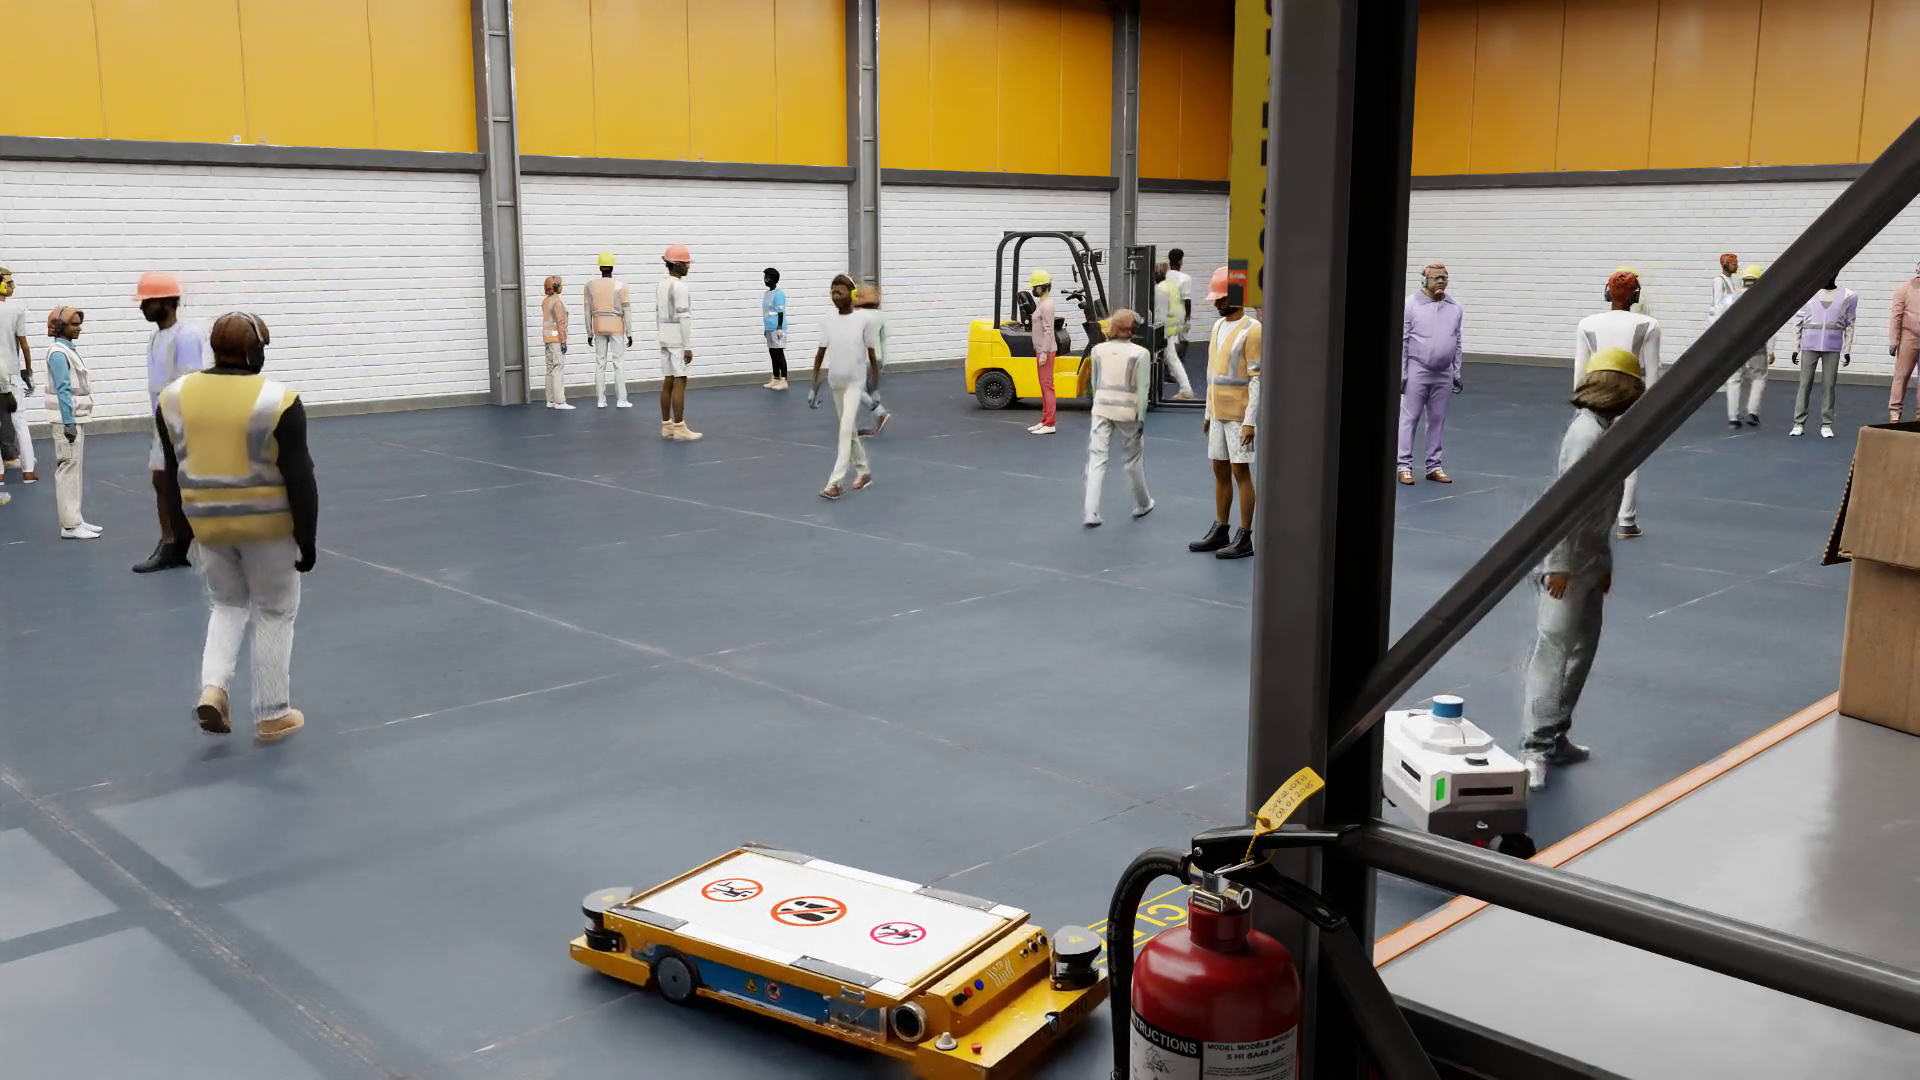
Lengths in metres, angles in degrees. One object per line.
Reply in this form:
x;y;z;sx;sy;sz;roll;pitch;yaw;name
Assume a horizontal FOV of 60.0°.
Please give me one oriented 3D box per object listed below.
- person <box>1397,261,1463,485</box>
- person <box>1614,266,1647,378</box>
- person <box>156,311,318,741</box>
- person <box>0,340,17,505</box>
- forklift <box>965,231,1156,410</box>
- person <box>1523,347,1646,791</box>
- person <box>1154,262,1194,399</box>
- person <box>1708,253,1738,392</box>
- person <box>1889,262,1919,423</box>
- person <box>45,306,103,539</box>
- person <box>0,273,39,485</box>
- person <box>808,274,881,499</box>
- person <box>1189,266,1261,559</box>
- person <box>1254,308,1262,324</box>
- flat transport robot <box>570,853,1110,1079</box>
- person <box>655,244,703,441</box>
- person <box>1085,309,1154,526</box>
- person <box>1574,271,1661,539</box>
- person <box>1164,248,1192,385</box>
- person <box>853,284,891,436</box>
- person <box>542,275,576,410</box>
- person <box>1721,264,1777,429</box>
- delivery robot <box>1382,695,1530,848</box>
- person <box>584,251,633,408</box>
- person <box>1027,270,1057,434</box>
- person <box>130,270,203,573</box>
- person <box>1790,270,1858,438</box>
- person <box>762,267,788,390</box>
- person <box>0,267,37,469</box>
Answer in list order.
4.039;-1.428;14.295;0.639;1.910;0.407;-3;11;-14;person
8.251;-2.459;20.355;0.952;1.769;0.590;0;10;1;person
-2.988;-0.042;6.966;0.643;1.821;0.450;1;10;4;person
-7.516;-1.162;12.760;0.657;1.957;0.697;3;11;16;person
1.222;-2.721;20.561;2.313;2.155;1.214;2;11;13;forklift
2.415;0.110;6.485;0.348;1.700;0.659;6;12;29;person
2.582;-2.683;21.479;0.974;1.797;0.625;3;11;18;person
10.453;-2.971;22.780;0.356;1.883;0.572;7;13;35;person
10.787;-2.227;18.665;0.652;1.902;0.402;2;11;10;person
-6.284;-0.827;11.755;0.310;1.636;0.523;-4;11;-22;person
-8.247;-1.405;14.273;0.528;1.869;0.313;-7;12;-33;person
-0.955;-1.269;13.682;0.538;1.816;1.001;4;11;23;person
1.779;-0.838;11.020;0.372;1.928;0.543;-5;12;-26;person
5.594;-4.328;30.127;0.641;1.904;0.401;10;14;42;person
-0.355;1.151;4.696;1.431;0.197;0.652;7;12;32;flat transport robot
-2.936;-2.052;17.330;0.397;2.043;0.610;-7;13;-34;person
1.179;-0.910;12.341;0.512;1.585;0.871;6;12;28;person
4.627;-0.946;11.738;0.576;1.882;0.355;7;12;32;person
3.048;-3.184;23.767;0.607;1.951;0.420;6;12;28;person
-0.946;-1.880;17.527;0.505;1.618;0.520;8;13;38;person
-4.961;-2.418;20.414;0.308;1.645;0.515;-7;13;-34;person
8.695;-2.126;18.351;0.618;1.807;0.528;9;14;41;person
1.663;0.777;5.704;0.477;0.478;0.707;-1;11;-5;delivery robot
-4.327;-2.581;20.518;0.594;1.930;0.354;1;10;5;person
0.885;-2.019;17.917;0.323;1.764;0.523;0;10;-2;person
-4.937;-0.766;10.673;0.549;1.919;0.772;8;13;39;person
9.134;-2.047;17.616;0.585;1.927;0.366;5;12;26;person
-2.572;-2.927;23.061;0.319;1.691;0.536;-6;12;-29;person
-8.741;-1.571;15.243;0.339;1.845;0.514;-5;11;-24;person
